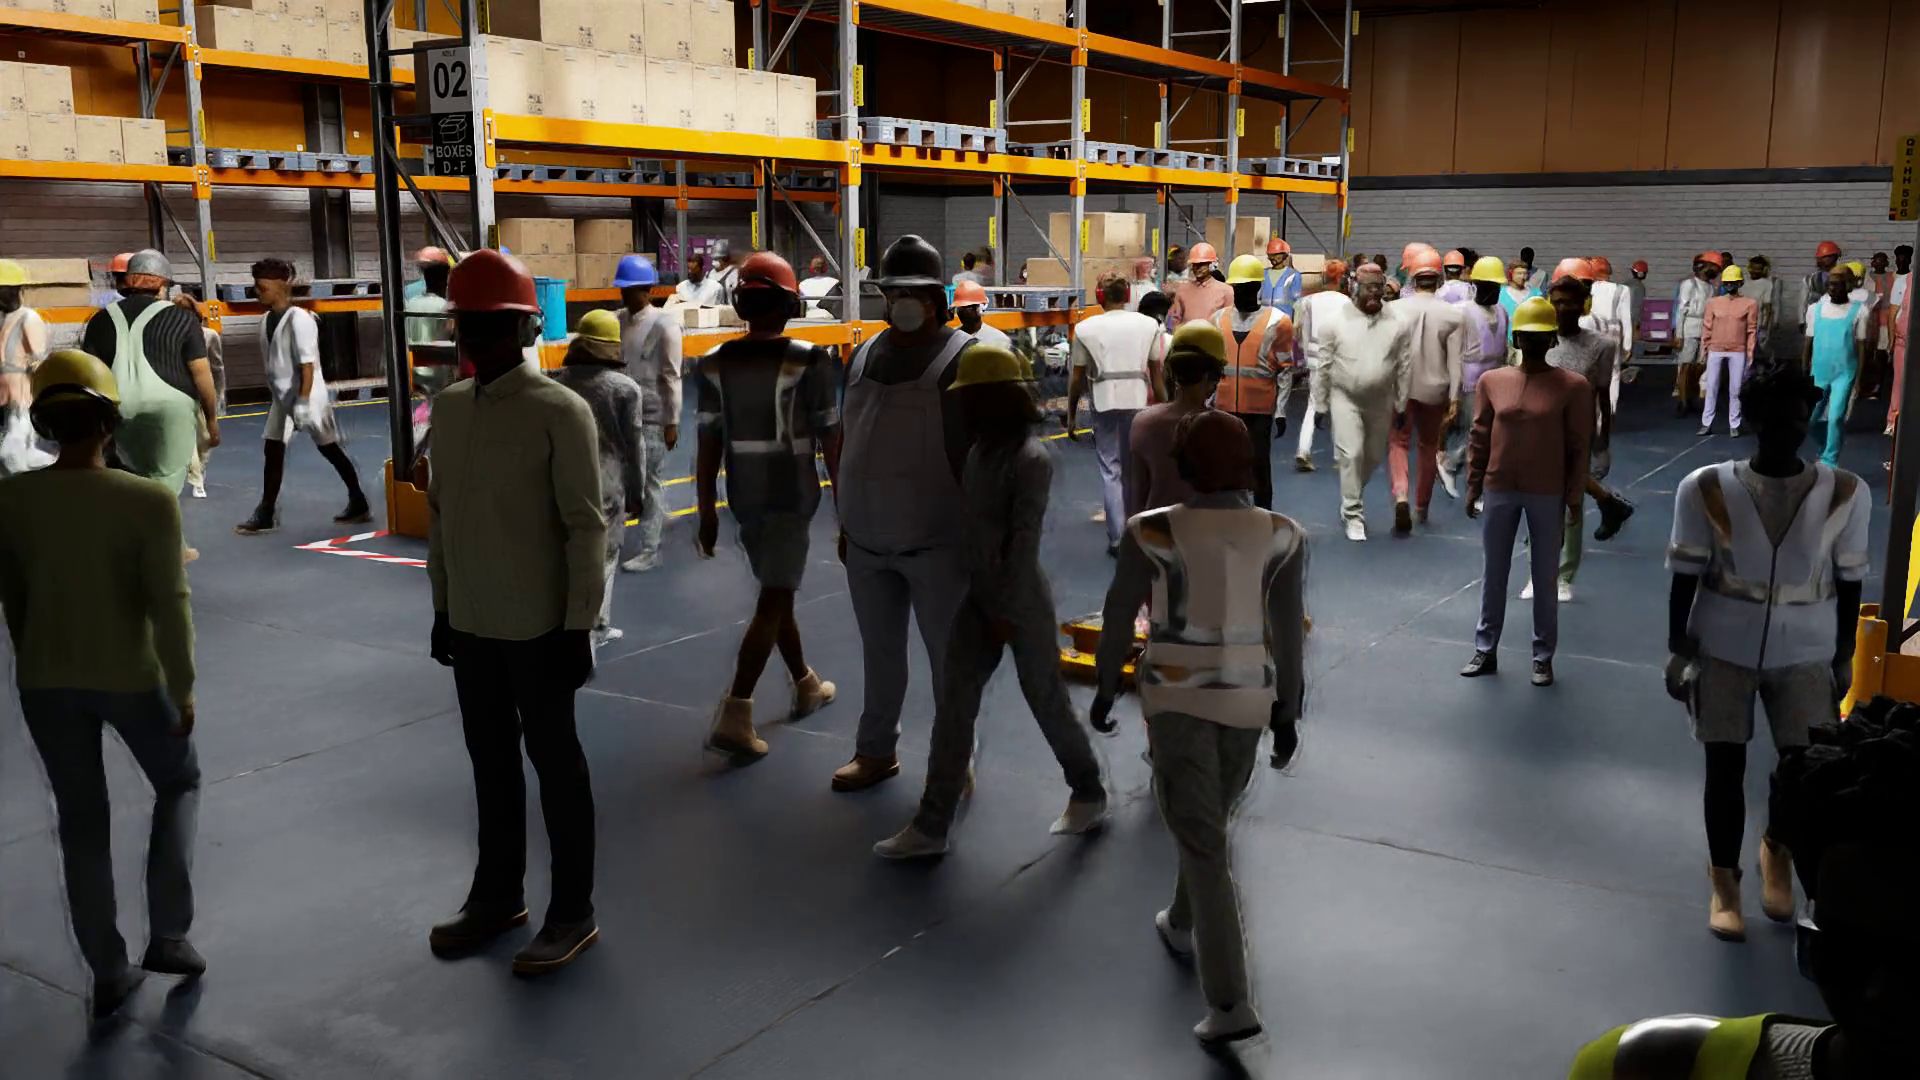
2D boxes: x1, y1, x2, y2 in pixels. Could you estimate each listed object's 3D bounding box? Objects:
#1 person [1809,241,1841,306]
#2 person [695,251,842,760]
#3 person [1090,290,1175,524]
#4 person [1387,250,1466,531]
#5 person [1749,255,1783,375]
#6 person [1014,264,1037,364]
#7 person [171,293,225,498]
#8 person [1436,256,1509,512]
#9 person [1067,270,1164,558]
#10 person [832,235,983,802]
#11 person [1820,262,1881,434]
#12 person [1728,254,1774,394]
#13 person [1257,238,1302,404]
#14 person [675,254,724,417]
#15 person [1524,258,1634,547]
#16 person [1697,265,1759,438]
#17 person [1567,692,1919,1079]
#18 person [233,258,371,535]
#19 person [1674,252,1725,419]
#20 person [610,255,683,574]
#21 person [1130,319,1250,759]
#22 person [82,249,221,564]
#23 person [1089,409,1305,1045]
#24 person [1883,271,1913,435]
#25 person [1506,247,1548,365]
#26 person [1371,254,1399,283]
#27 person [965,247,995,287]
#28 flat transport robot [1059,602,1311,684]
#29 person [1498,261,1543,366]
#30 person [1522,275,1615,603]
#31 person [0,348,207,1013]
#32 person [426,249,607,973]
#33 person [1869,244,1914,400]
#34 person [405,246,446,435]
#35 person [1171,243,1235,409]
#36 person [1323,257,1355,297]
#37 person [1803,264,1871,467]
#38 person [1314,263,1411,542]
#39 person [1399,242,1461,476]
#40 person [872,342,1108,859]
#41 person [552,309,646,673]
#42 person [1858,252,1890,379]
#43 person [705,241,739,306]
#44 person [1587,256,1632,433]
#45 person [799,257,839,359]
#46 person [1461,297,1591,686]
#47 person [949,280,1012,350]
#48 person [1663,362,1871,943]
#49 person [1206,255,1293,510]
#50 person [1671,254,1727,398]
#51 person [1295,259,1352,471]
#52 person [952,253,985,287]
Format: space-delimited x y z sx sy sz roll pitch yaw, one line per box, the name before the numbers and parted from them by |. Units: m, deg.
person | 10.991 -2.759 21.001 0.550 2.010 0.637 -4 11 -21
person | -0.784 -0.159 6.688 0.612 1.992 1.080 5 12 28
person | 1.232 -0.933 11.849 0.653 1.673 0.315 -1 10 -7
person | 3.209 -1.043 11.650 0.603 1.969 0.930 3 11 14
person | 11.720 -3.267 24.373 0.621 1.811 0.608 -9 14 -42
person | 1.084 -3.709 27.303 0.507 1.634 0.274 6 12 31
person | -6.123 -1.157 13.229 0.503 1.616 0.605 -7 13 -35
person | 3.852 -1.167 12.461 0.600 1.905 0.636 -6 12 -31
person | 0.993 -0.824 10.785 0.611 1.816 0.805 -2 10 -11
person | -0.195 -0.062 5.975 0.688 2.000 0.539 6 12 31
person | 9.369 -2.025 17.575 0.580 1.786 0.835 6 12 29
person | 10.073 -2.733 21.323 0.420 1.836 0.606 -9 14 -42
person | 3.906 -2.704 20.604 0.615 2.042 0.374 6 12 31
person | -2.993 -2.341 19.155 0.622 1.863 0.837 4 11 20
person | 4.075 -0.878 10.883 0.563 1.911 0.554 3 11 17
person | 7.892 -1.933 17.104 0.533 1.767 0.312 6 12 31
person | 0.702 0.948 1.331 0.541 1.696 0.315 6 12 31
person | -4.591 -1.005 11.609 0.619 1.907 0.987 7 12 34
person | 8.404 -2.339 19.041 0.696 1.887 0.429 -5 12 -28
person | -1.932 -0.772 10.191 0.617 1.935 0.498 7 12 33
person | 0.822 0.074 6.060 0.530 1.741 0.422 9 14 41
person | -4.848 -0.777 9.934 0.715 2.000 0.990 0 10 2
person | 0.652 0.456 4.359 0.521 1.593 0.897 -2 10 -12
person | 9.914 -2.073 17.115 0.688 2.000 0.539 6 12 31
person | 8.229 -3.298 24.243 0.597 1.917 0.379 6 12 31
person | 5.681 -2.965 22.640 0.548 1.828 0.515 0 10 2
person | 0.425 -3.525 25.515 0.644 1.907 0.821 9 14 41
flat transport robot | 1.083 0.442 8.084 0.652 0.197 1.431 8 13 38
person | 5.933 -2.071 17.772 0.573 1.793 0.942 1 10 4
person | 3.353 -0.543 9.235 0.534 1.837 0.487 6 12 29
person | -2.262 0.373 4.392 0.522 1.744 0.418 -1 10 -7
person | -1.258 0.201 4.638 0.622 1.995 0.378 6 12 31
person | 11.803 -2.722 20.933 0.614 1.958 0.361 6 12 31
person | -5.216 -1.905 16.383 0.631 1.965 0.784 5 11 26
person | 2.202 -1.699 15.171 0.622 1.993 0.384 6 12 31
person | 5.760 -3.435 25.427 0.533 1.767 0.312 6 12 31
person | 7.226 -1.353 13.720 0.495 1.829 0.516 -9 13 -40
person | 2.752 -0.968 11.478 0.658 1.878 0.841 0 10 -2
person | 4.064 -1.559 14.379 0.552 2.004 0.696 -8 13 -36
person | 0.144 0.196 5.510 0.878 1.692 0.494 -7 12 -34
person | -1.782 -0.246 7.951 0.523 1.697 0.846 2 10 8
person | 13.330 -3.258 24.222 0.570 1.844 0.377 6 12 31
person | -3.086 -2.929 21.862 0.692 2.000 0.735 8 13 36
person | 6.731 -2.040 17.459 0.622 1.858 0.475 5 11 26
person | -1.883 -2.920 22.491 0.576 1.810 0.930 0 10 1
person | 2.576 -0.219 7.598 0.533 1.770 0.307 6 12 31
person | 0.071 -0.872 11.253 0.573 1.750 0.332 6 12 31
person | 2.292 0.331 4.776 0.542 1.680 0.368 4 11 20
person | 1.840 -0.870 10.764 0.594 1.925 0.369 6 12 31
person | 9.485 -2.745 21.393 0.634 1.842 0.429 6 12 31
person | 3.224 -1.518 14.563 0.586 1.864 0.787 8 13 38
person | 0.084 -3.368 24.896 0.518 1.820 0.958 -4 11 -20
